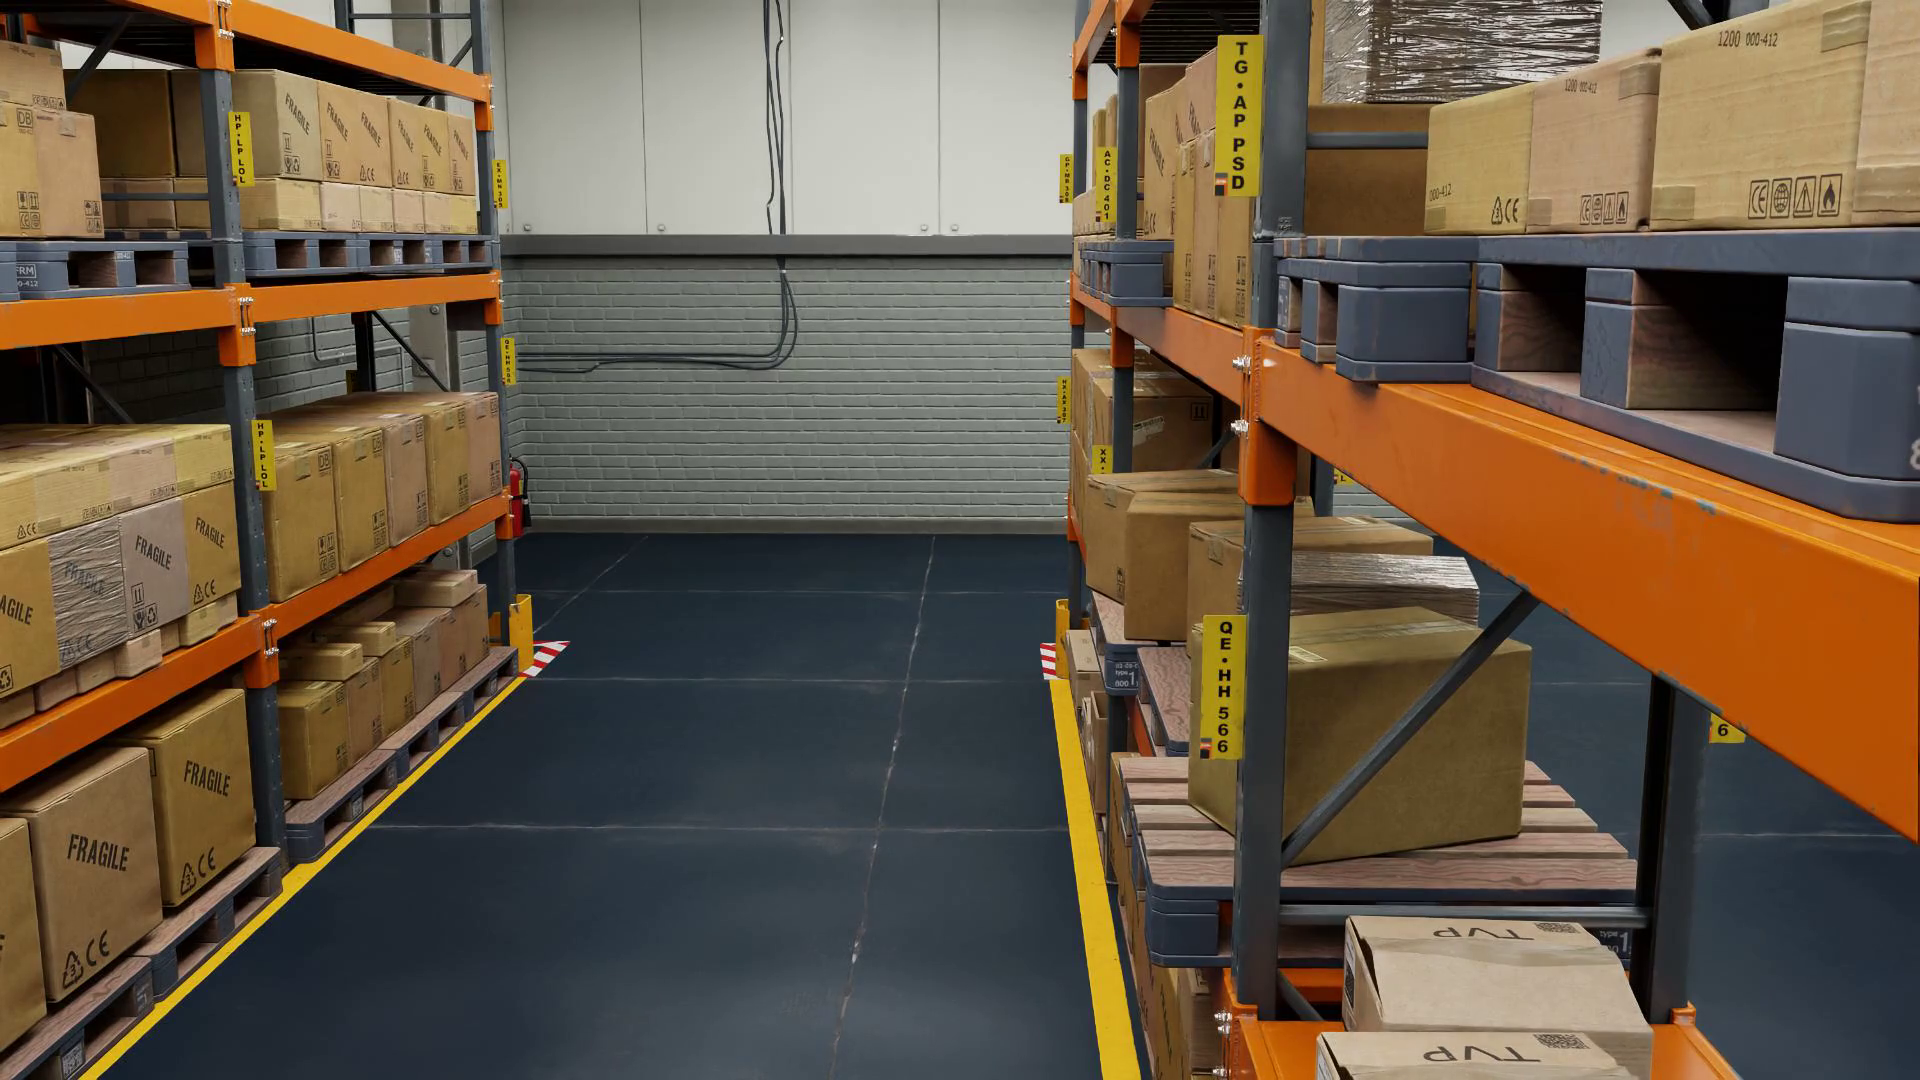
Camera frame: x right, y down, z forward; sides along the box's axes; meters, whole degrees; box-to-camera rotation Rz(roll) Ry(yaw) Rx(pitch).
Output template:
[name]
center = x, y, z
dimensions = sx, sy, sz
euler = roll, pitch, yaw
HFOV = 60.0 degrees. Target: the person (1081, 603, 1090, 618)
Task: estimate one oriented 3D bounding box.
[person]
center = 1.225, -0.074, 13.106
dimensions = 0.850, 1.587, 0.514
euler = 9, 14, 43
